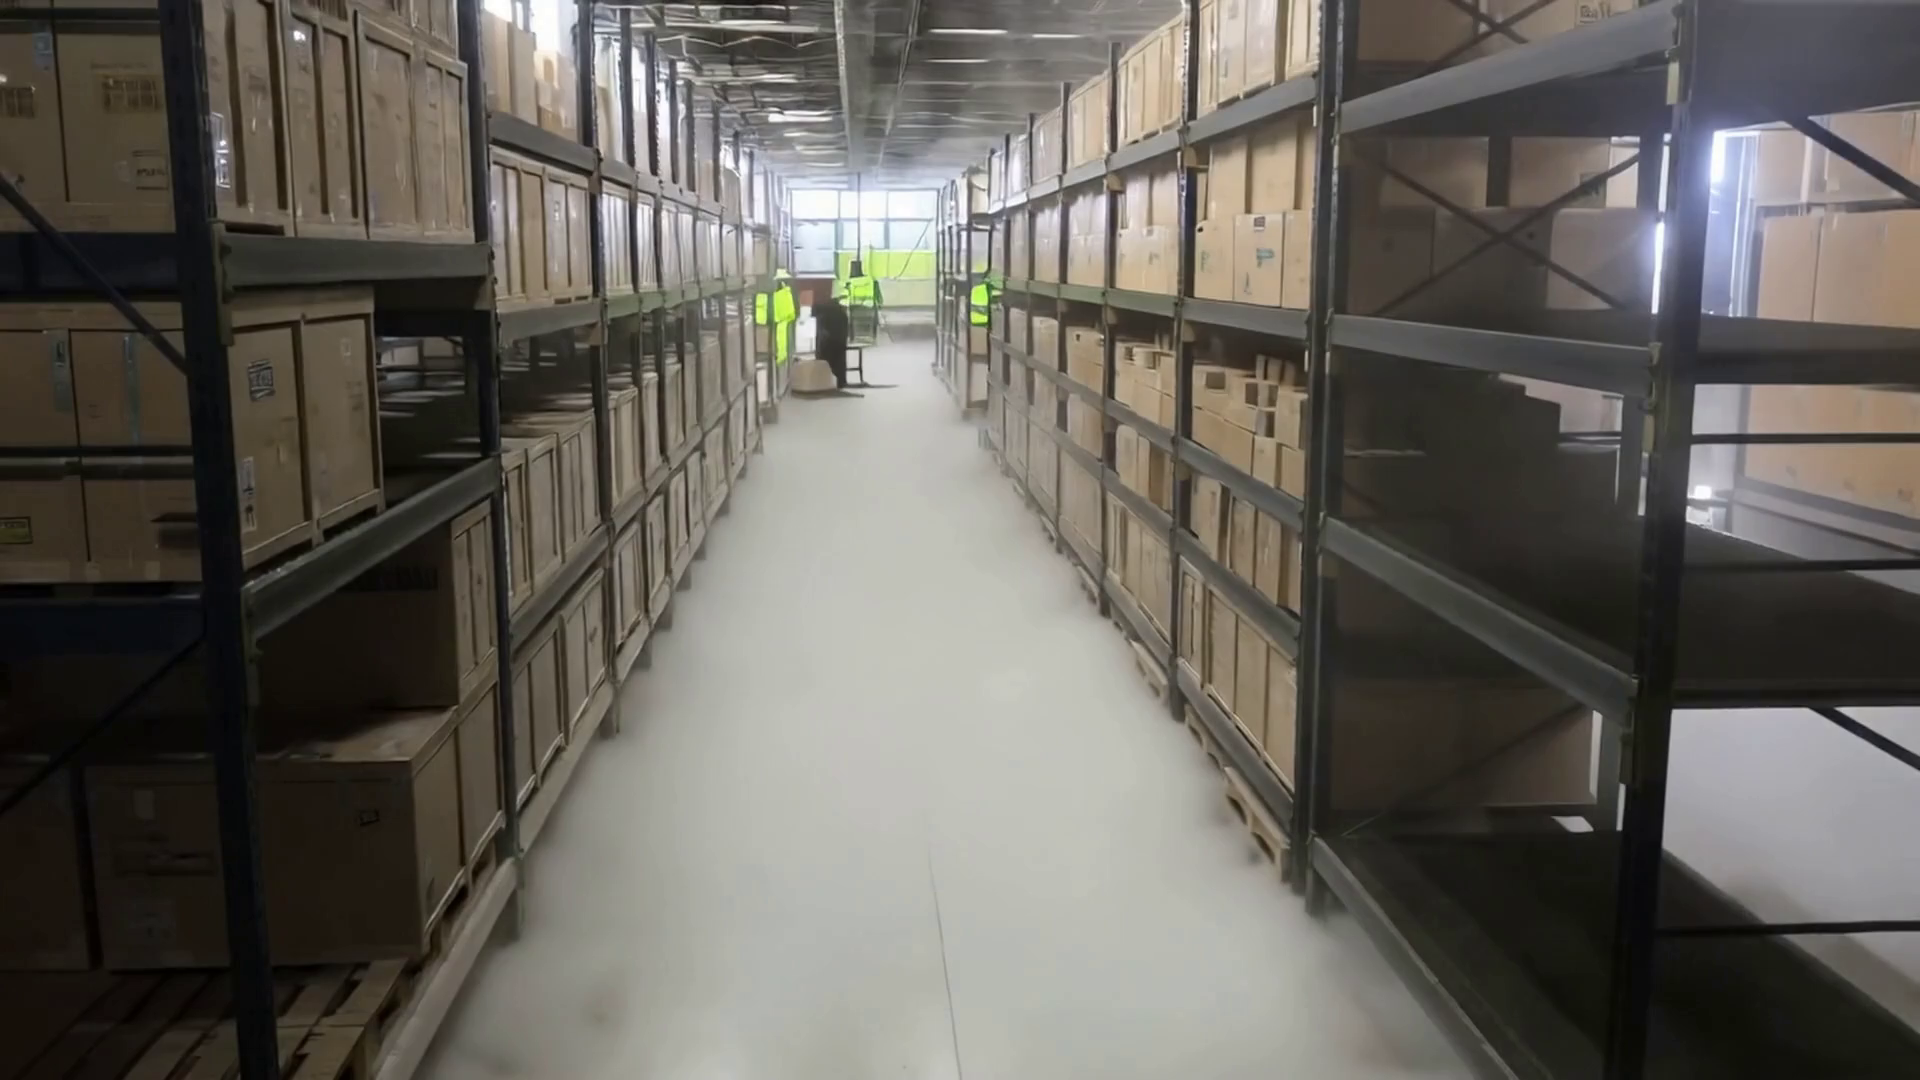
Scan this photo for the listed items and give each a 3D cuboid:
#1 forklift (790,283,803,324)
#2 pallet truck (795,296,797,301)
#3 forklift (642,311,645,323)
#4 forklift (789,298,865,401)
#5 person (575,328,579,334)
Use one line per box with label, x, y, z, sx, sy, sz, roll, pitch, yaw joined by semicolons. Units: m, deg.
forklift;-8.071;-11.012;80.244;1.129;2.768;1.873;-5;11;-30
pallet truck;-8.622;-12.439;91.403;1.885;1.965;0.823;2;10;13
forklift;-10.315;-6.926;55.840;1.129;2.768;1.873;-1;10;-3
forklift;-3.733;-5.326;46.283;1.873;2.768;1.129;-5;11;-28
person;-10.685;-4.895;46.205;0.614;2.041;0.390;-5;11;-30
